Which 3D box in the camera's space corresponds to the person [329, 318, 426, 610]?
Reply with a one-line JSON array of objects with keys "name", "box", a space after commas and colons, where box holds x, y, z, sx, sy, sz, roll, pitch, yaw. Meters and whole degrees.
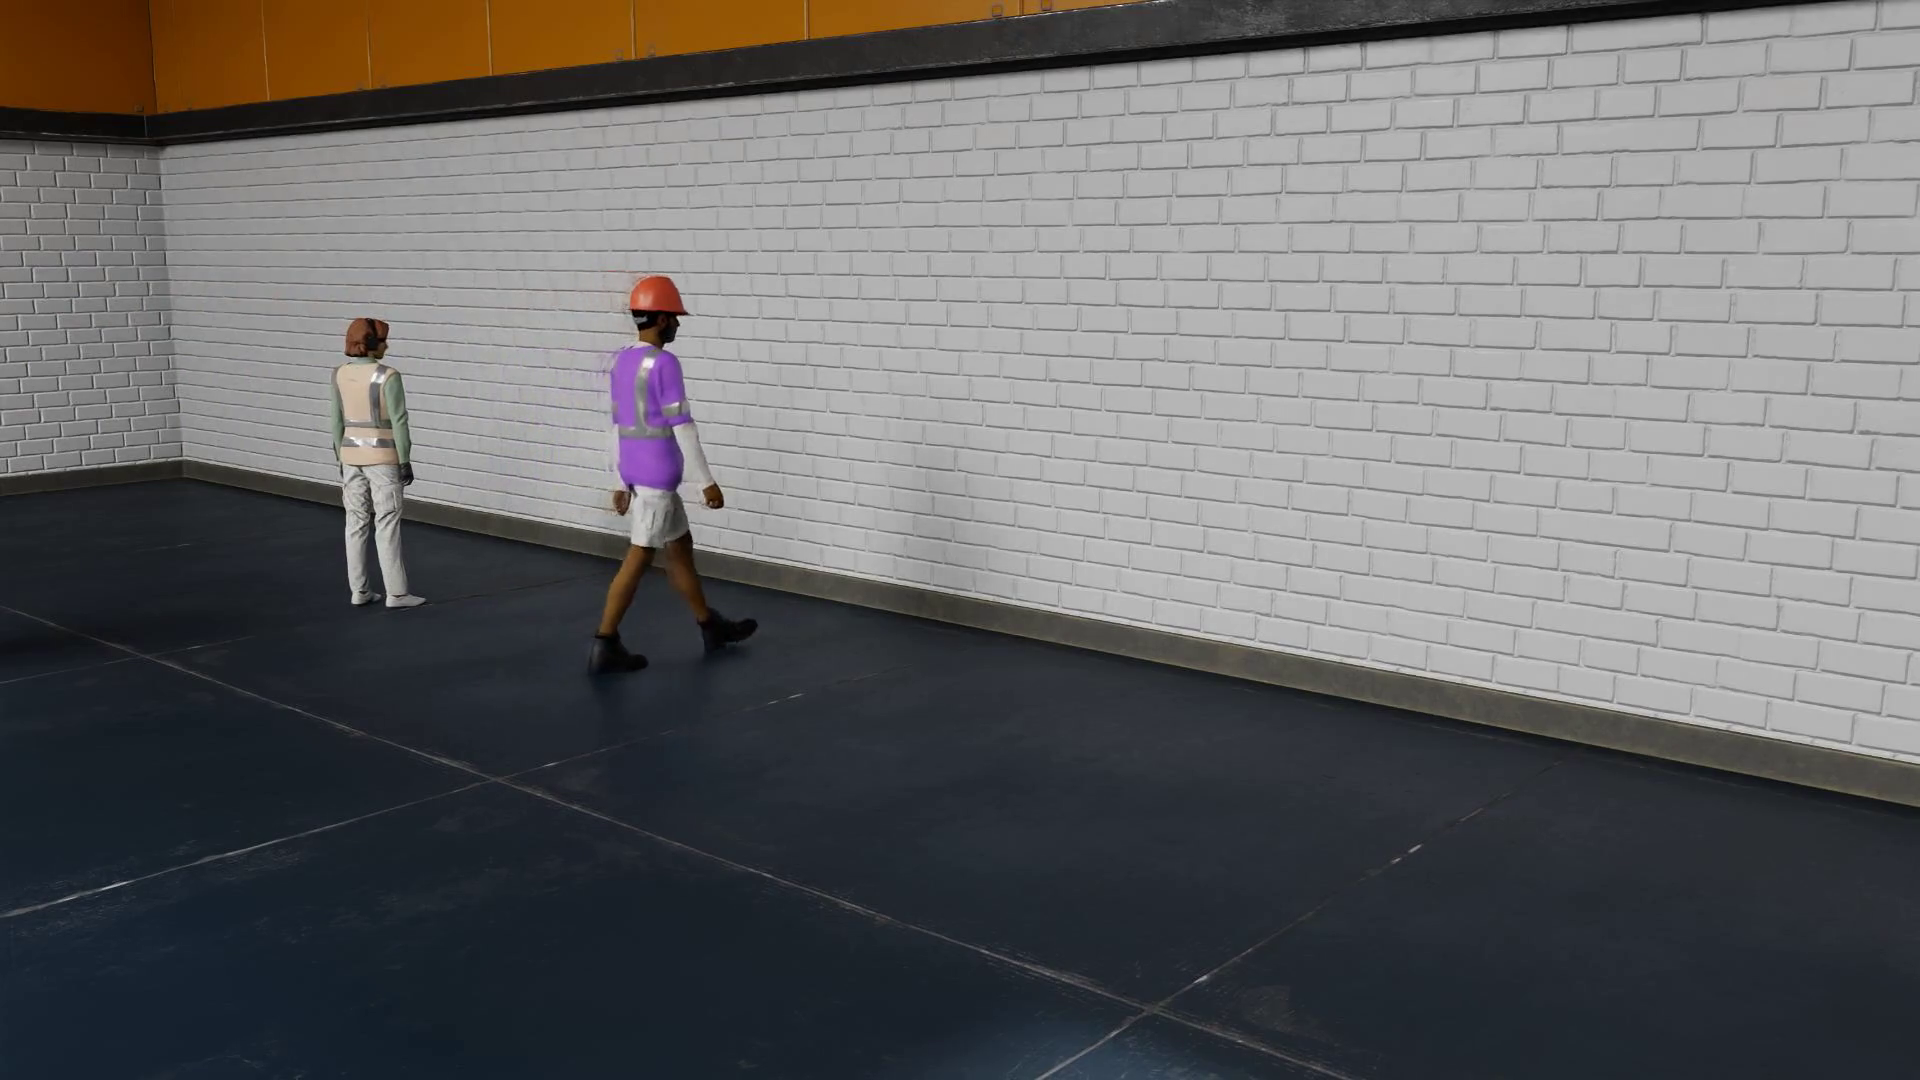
[{"name": "person", "box": [-3.293, -0.422, 9.334, 0.513, 1.637, 0.313, 4, 11, 23]}]

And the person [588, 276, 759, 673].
[{"name": "person", "box": [-1.426, -0.319, 8.057, 0.958, 1.891, 0.556, -6, 11, -29]}]
